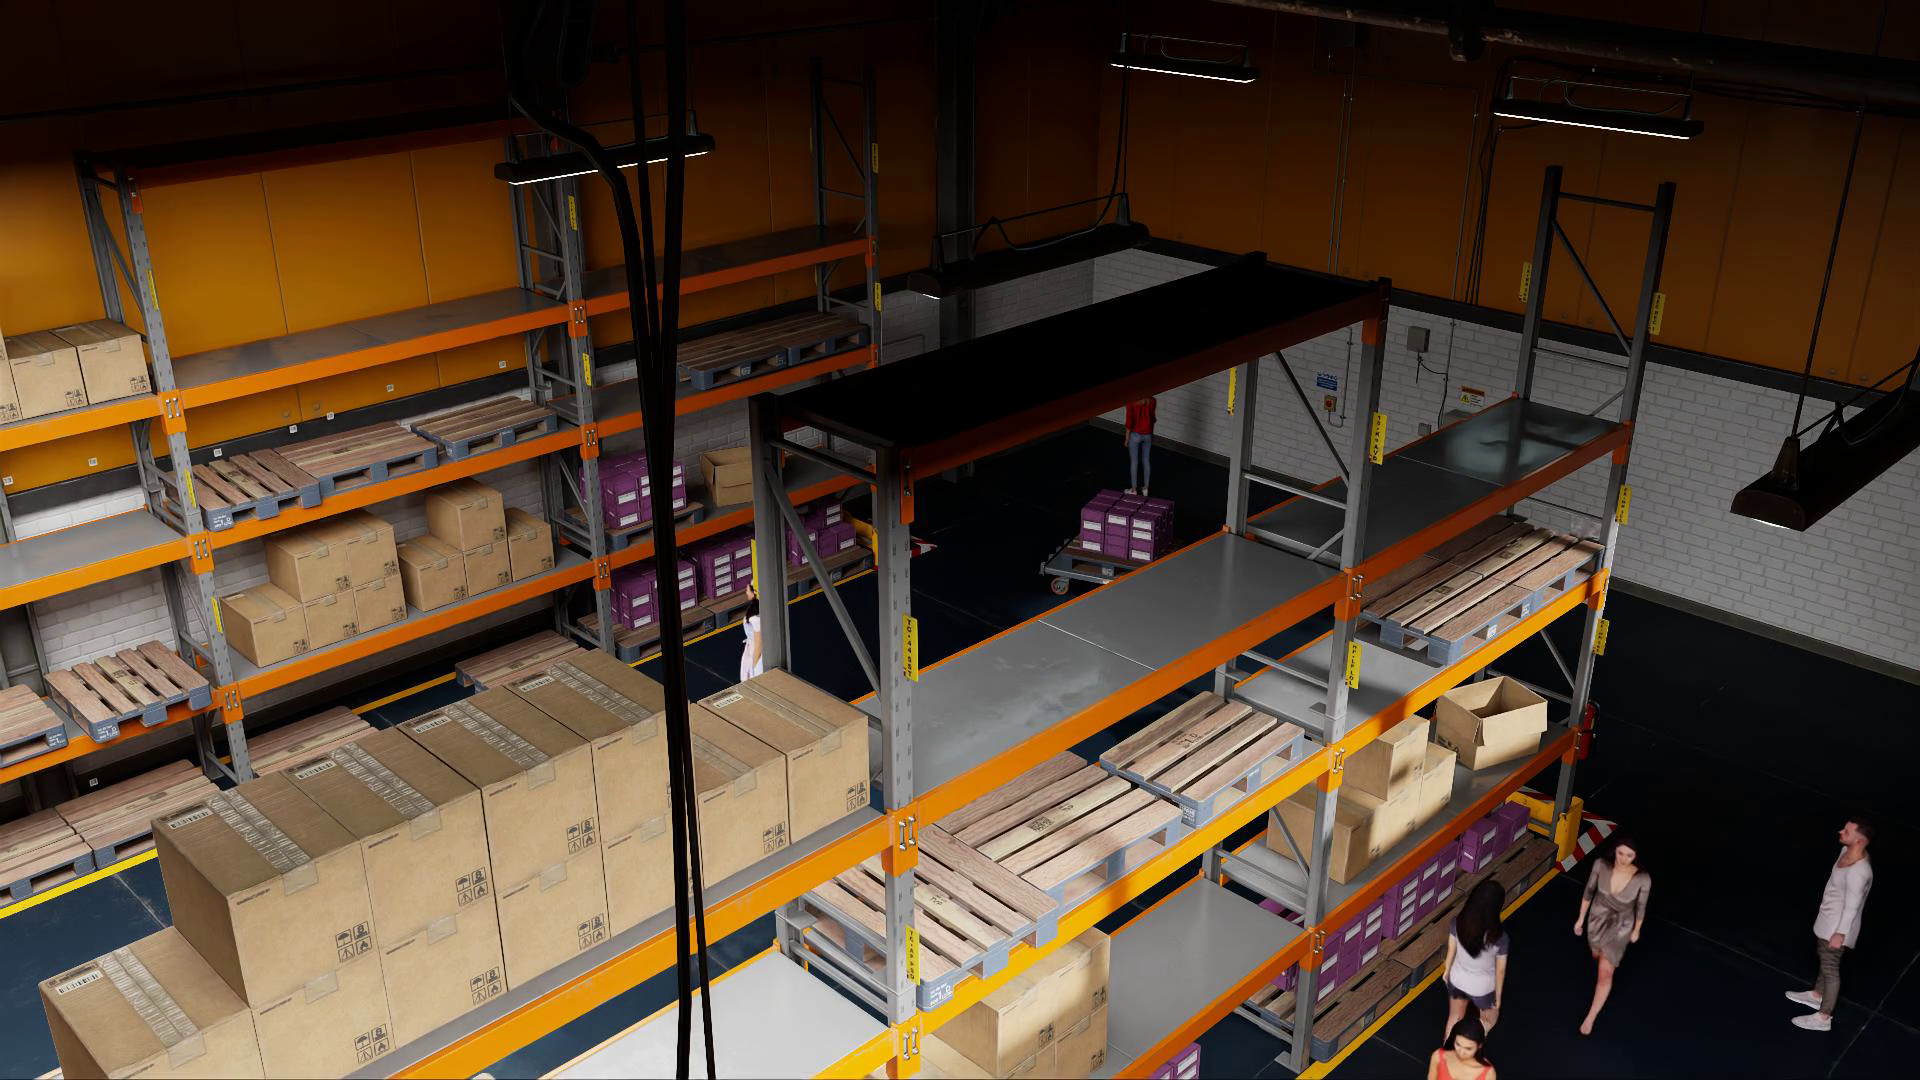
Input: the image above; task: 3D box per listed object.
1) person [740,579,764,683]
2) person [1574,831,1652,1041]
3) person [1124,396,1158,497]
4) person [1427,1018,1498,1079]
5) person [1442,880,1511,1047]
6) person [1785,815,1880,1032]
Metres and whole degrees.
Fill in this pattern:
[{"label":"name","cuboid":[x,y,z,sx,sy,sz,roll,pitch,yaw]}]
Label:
[{"label":"person","cuboid":[-1.948,1.210,16.338,0.918,1.816,0.852,3,24,6]},{"label":"person","cuboid":[4.943,2.900,12.611,0.663,1.704,1.103,18,30,36]},{"label":"person","cuboid":[2.434,-1.395,22.434,0.584,1.706,0.741,-9,25,-20]},{"label":"person","cuboid":[3.203,3.736,10.701,0.742,1.702,0.993,13,27,27]},{"label":"person","cuboid":[3.645,3.211,11.915,0.627,1.692,0.656,18,29,35]},{"label":"person","cuboid":[6.624,2.859,12.536,0.806,1.840,0.661,9,25,19]}]
